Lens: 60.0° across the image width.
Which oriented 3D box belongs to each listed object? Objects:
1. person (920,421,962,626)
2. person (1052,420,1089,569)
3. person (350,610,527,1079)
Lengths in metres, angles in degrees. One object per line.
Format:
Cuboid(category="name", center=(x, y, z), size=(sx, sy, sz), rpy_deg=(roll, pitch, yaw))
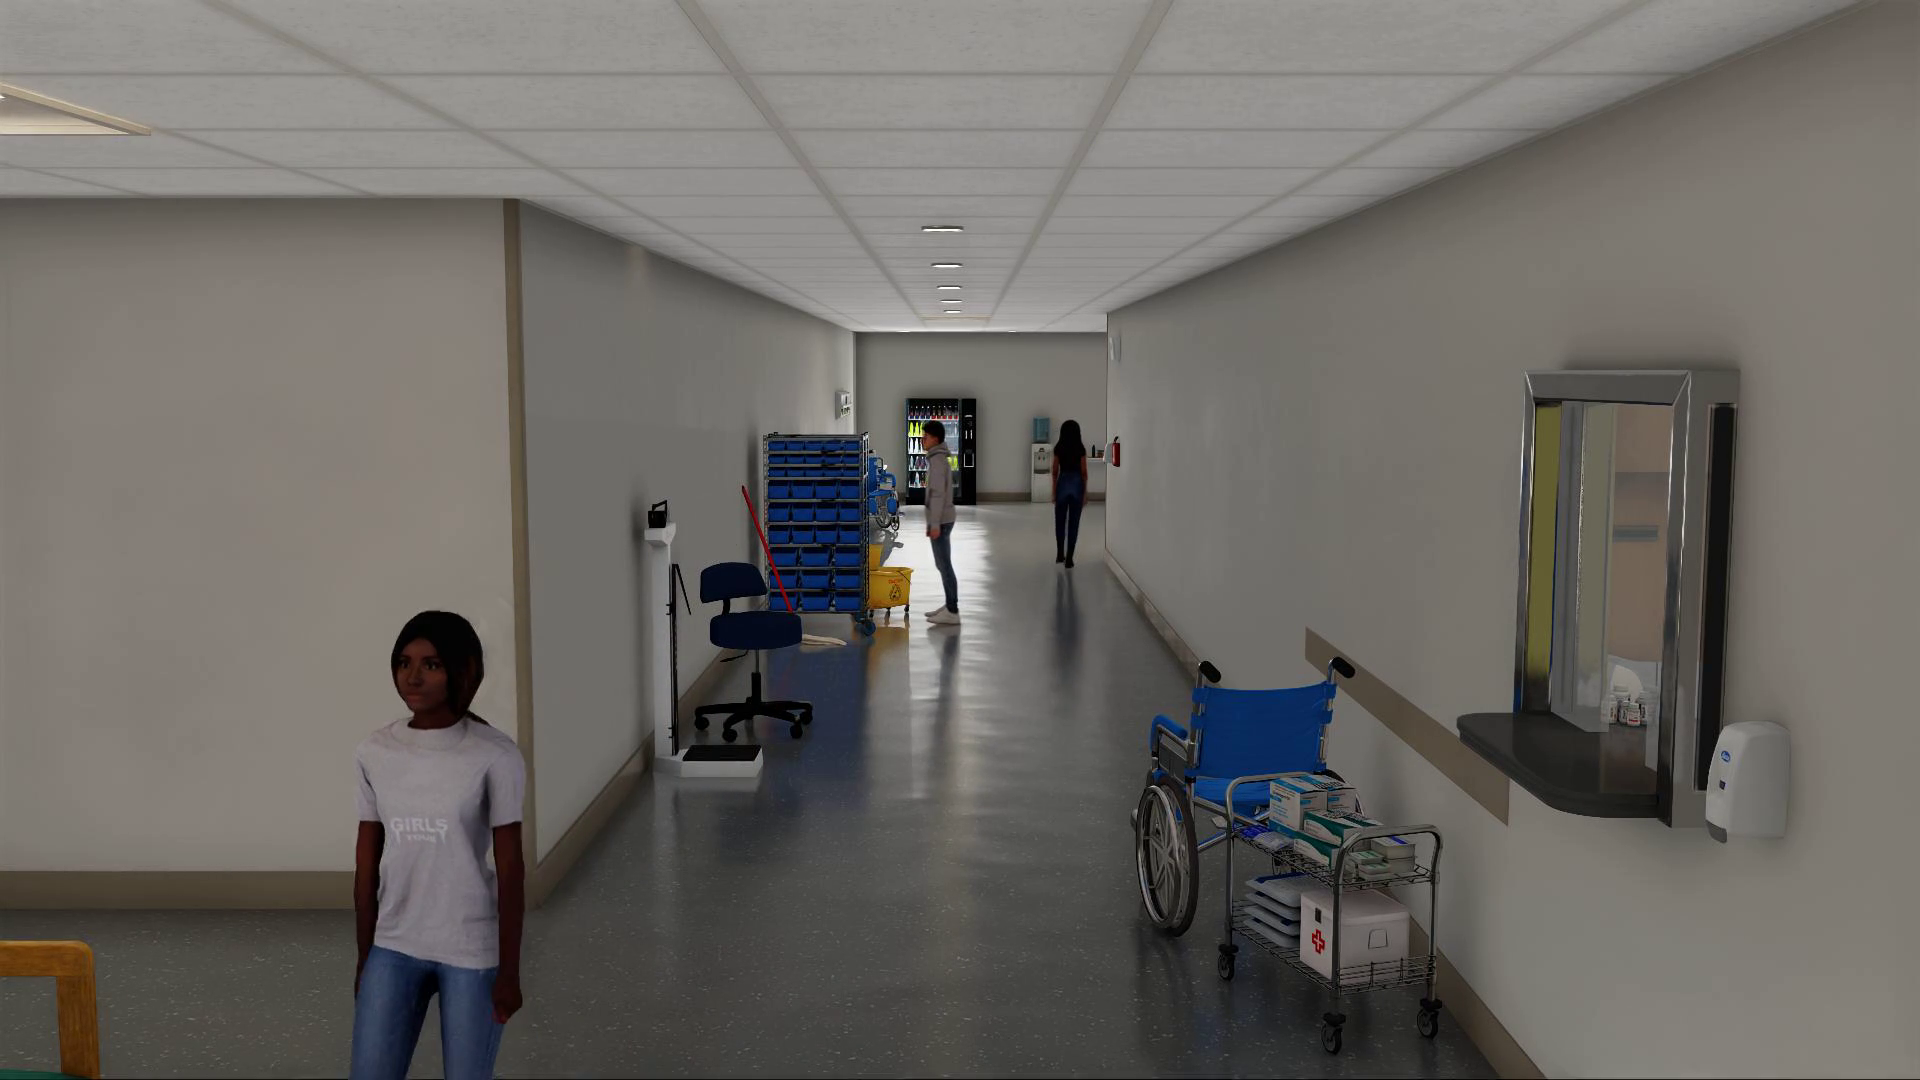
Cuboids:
Cuboid(category="person", center=(-0.166, -0.161, 15.116), size=(0.623, 1.844, 0.690), rpy_deg=(-1, 6, -5))
Cuboid(category="person", center=(1.279, -0.521, 19.283), size=(0.534, 1.726, 0.656), rpy_deg=(1, 6, 7))
Cuboid(category="person", center=(-1.243, 1.013, 4.090), size=(0.590, 1.715, 0.695), rpy_deg=(1, 6, 6))
